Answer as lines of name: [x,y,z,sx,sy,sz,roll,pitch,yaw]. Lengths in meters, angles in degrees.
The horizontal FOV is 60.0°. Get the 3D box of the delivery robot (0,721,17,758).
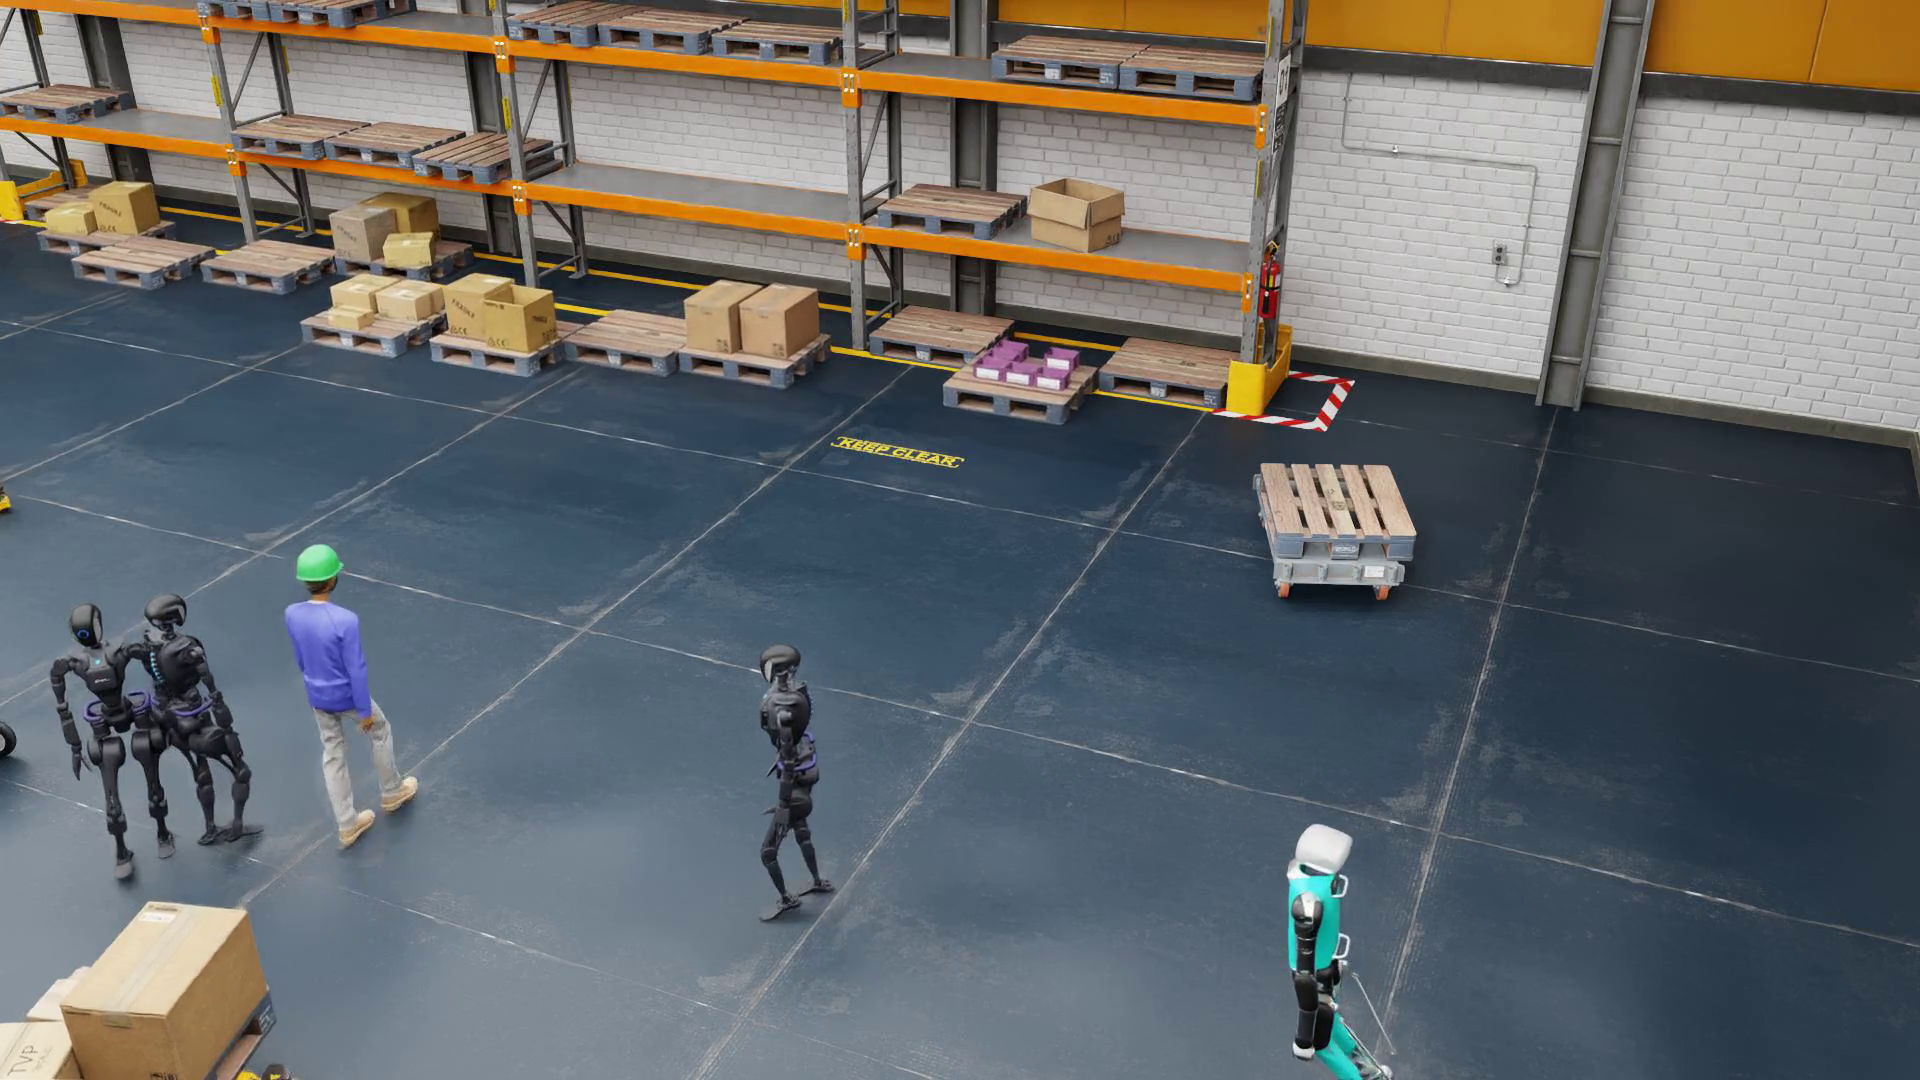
delivery robot: [-6.291,1.238,10.216,0.774,0.592,0.499,-1,27,-2]

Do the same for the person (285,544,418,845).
person: [-3.525,0.832,9.590,0.477,1.853,0.704,5,28,10]

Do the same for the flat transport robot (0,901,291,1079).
flat transport robot: [-3.891,2.685,7.726,1.431,0.231,0.659,4,28,7]

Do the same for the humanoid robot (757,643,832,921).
humanoid robot: [-0.933,1.271,8.933,0.462,1.643,0.589,-4,28,-8]

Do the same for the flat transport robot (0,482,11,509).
flat transport robot: [-8.484,-0.489,13.879,0.659,0.231,1.431,-22,34,-35]

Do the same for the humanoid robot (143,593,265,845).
humanoid robot: [-4.345,1.015,9.427,0.585,1.653,0.348,14,30,25]

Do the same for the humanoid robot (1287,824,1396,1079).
humanoid robot: [1.795,2.122,7.309,0.843,1.857,0.549,9,29,17]

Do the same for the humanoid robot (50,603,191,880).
humanoid robot: [-4.643,1.107,9.262,0.611,1.653,0.458,-11,29,-20]
